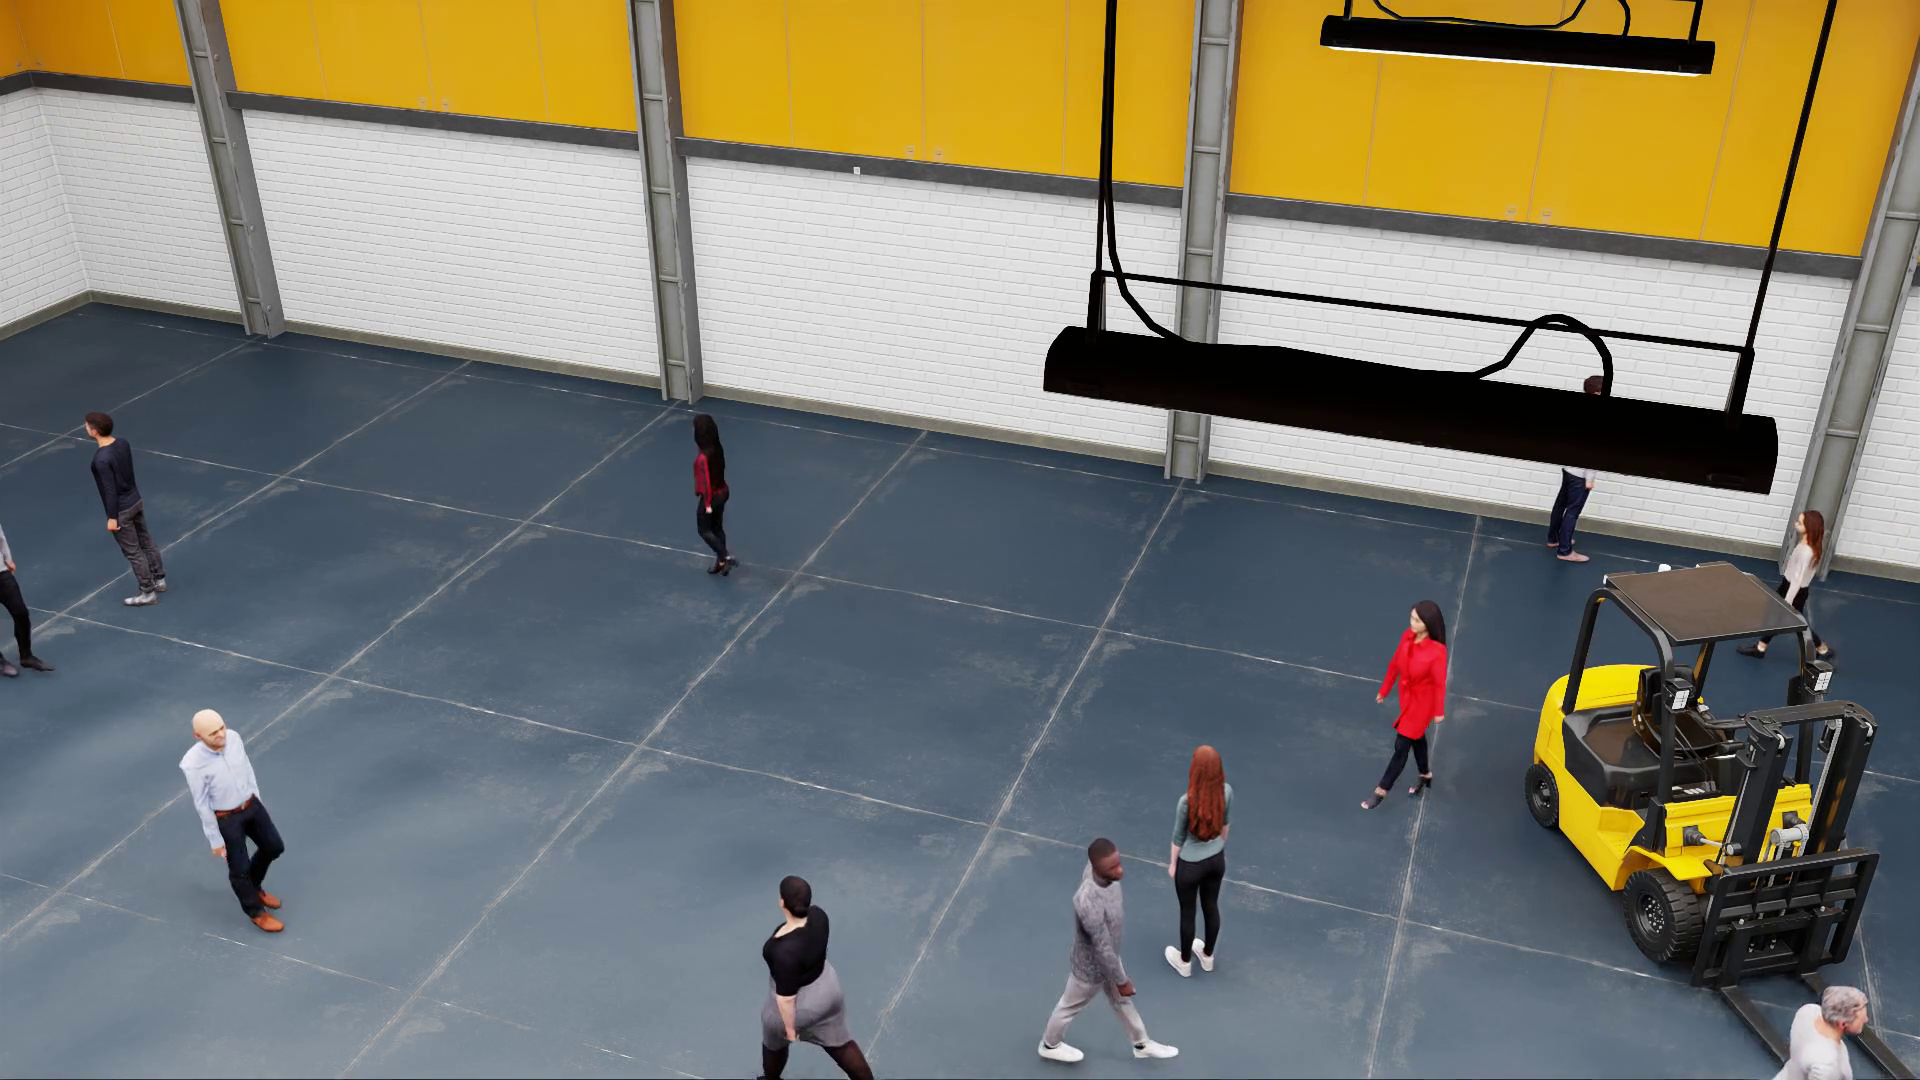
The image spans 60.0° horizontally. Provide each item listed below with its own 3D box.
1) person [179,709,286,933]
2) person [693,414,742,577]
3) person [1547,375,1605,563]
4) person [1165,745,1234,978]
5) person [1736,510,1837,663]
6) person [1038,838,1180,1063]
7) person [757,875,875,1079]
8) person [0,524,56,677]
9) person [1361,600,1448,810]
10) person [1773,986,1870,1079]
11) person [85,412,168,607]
[{"bbox_3d":[-4.915,1.850,11.153,0.680,1.784,0.687,12,31,21],"label":"person"},{"bbox_3d":[-2.208,-0.392,15.407,0.643,1.645,0.611,6,29,12],"label":"person"},{"bbox_3d":[5.864,-0.710,15.773,0.709,1.852,0.748,0,29,0],"label":"person"},{"bbox_3d":[1.551,2.088,10.761,0.645,1.741,0.704,-13,31,-22],"label":"person"},{"bbox_3d":[7.150,0.441,14.075,0.982,1.459,0.588,12,31,20],"label":"person"},{"bbox_3d":[0.708,2.500,9.949,1.077,1.796,0.689,8,30,14],"label":"person"},{"bbox_3d":[-0.795,2.727,9.628,1.233,1.704,0.837,17,33,28],"label":"person"},{"bbox_3d":[-8.228,0.277,13.908,0.888,1.907,0.859,17,33,28],"label":"person"},{"bbox_3d":[3.474,1.203,12.408,1.031,1.716,0.969,-13,31,-23],"label":"person"},{"bbox_3d":[4.391,3.059,8.904,0.670,1.815,0.720,6,29,10],"label":"person"},{"bbox_3d":[-7.527,-0.290,14.987,0.644,1.869,0.688,1,29,2],"label":"person"}]
